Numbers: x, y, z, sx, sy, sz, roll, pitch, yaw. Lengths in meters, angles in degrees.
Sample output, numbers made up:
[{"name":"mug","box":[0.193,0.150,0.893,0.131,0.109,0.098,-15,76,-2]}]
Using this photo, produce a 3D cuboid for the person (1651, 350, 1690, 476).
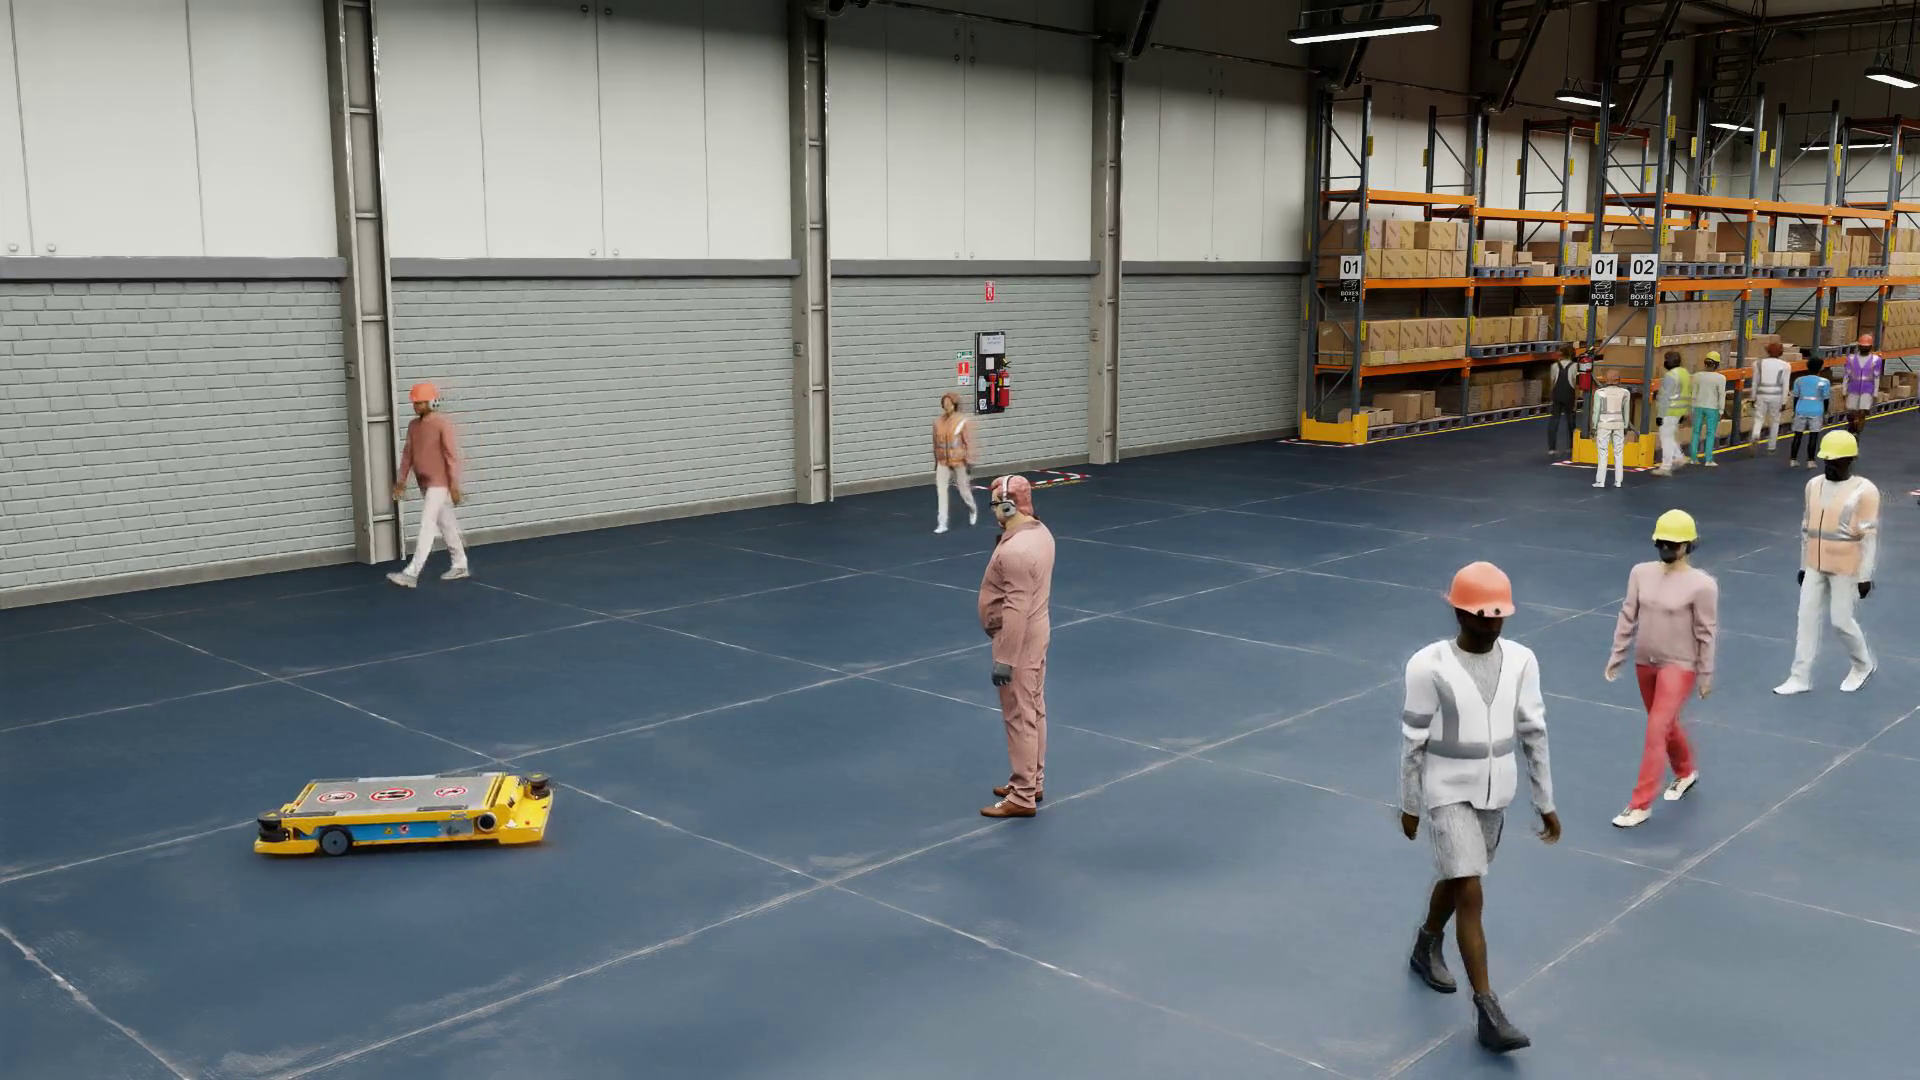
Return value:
[{"name":"person","box":[10.332,-1.840,24.203,0.442,1.829,0.652,9,13,44]}]

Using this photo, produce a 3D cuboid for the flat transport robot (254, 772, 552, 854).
[{"name":"flat transport robot","box":[-2.947,1.449,8.903,1.431,0.197,0.652,-1,9,-8]}]

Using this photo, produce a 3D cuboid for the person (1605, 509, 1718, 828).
[{"name":"person","box":[3.916,0.673,9.196,0.888,1.729,0.521,-5,11,-30]}]

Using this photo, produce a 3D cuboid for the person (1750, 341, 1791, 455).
[{"name":"person","box":[13.018,-2.275,26.768,0.582,1.862,0.734,7,12,38]}]

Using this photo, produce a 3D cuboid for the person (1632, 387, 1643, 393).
[{"name":"person","box":[13.534,-3.250,32.996,0.523,1.769,0.315,9,13,43]}]

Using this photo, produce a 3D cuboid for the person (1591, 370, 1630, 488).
[{"name":"person","box":[8.925,-1.520,22.844,0.514,1.637,0.315,0,9,-1]}]

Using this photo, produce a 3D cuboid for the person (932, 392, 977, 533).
[{"name":"person","box":[-0.049,-0.907,19.183,0.523,1.613,0.736,5,10,26]}]

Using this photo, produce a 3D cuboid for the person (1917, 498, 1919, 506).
[{"name":"person","box":[12.372,-1.260,20.477,1.013,1.884,0.653,-3,10,-16]}]

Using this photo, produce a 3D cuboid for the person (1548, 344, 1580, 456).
[{"name":"person","box":[9.802,-2.266,26.932,0.519,1.786,0.977,7,12,38]}]

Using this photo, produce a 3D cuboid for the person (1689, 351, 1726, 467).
[{"name":"person","box":[11.428,-2.000,25.412,0.339,1.757,0.518,-8,12,-41]}]

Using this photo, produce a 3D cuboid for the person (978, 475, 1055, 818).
[{"name":"person","box":[0.299,0.585,9.219,0.406,1.902,0.639,2,10,15]}]

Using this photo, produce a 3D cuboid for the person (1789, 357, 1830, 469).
[{"name":"person","box":[12.801,-1.903,25.046,0.337,1.684,0.537,-8,13,-42]}]

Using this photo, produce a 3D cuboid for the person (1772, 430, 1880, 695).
[{"name":"person","box":[6.213,0.162,11.781,0.745,1.909,0.597,-3,10,-20]}]

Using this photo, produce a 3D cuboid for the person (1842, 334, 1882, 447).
[{"name":"person","box":[15.245,-2.530,28.138,0.558,1.918,0.558,6,11,32]}]

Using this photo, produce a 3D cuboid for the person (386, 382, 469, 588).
[{"name":"person","box":[-5.128,-0.529,15.876,0.633,1.937,1.021,8,12,40]}]

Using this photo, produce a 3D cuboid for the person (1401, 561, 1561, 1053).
[{"name":"person","box":[2.067,1.012,6.658,0.566,1.883,0.996,-2,10,-13]}]
